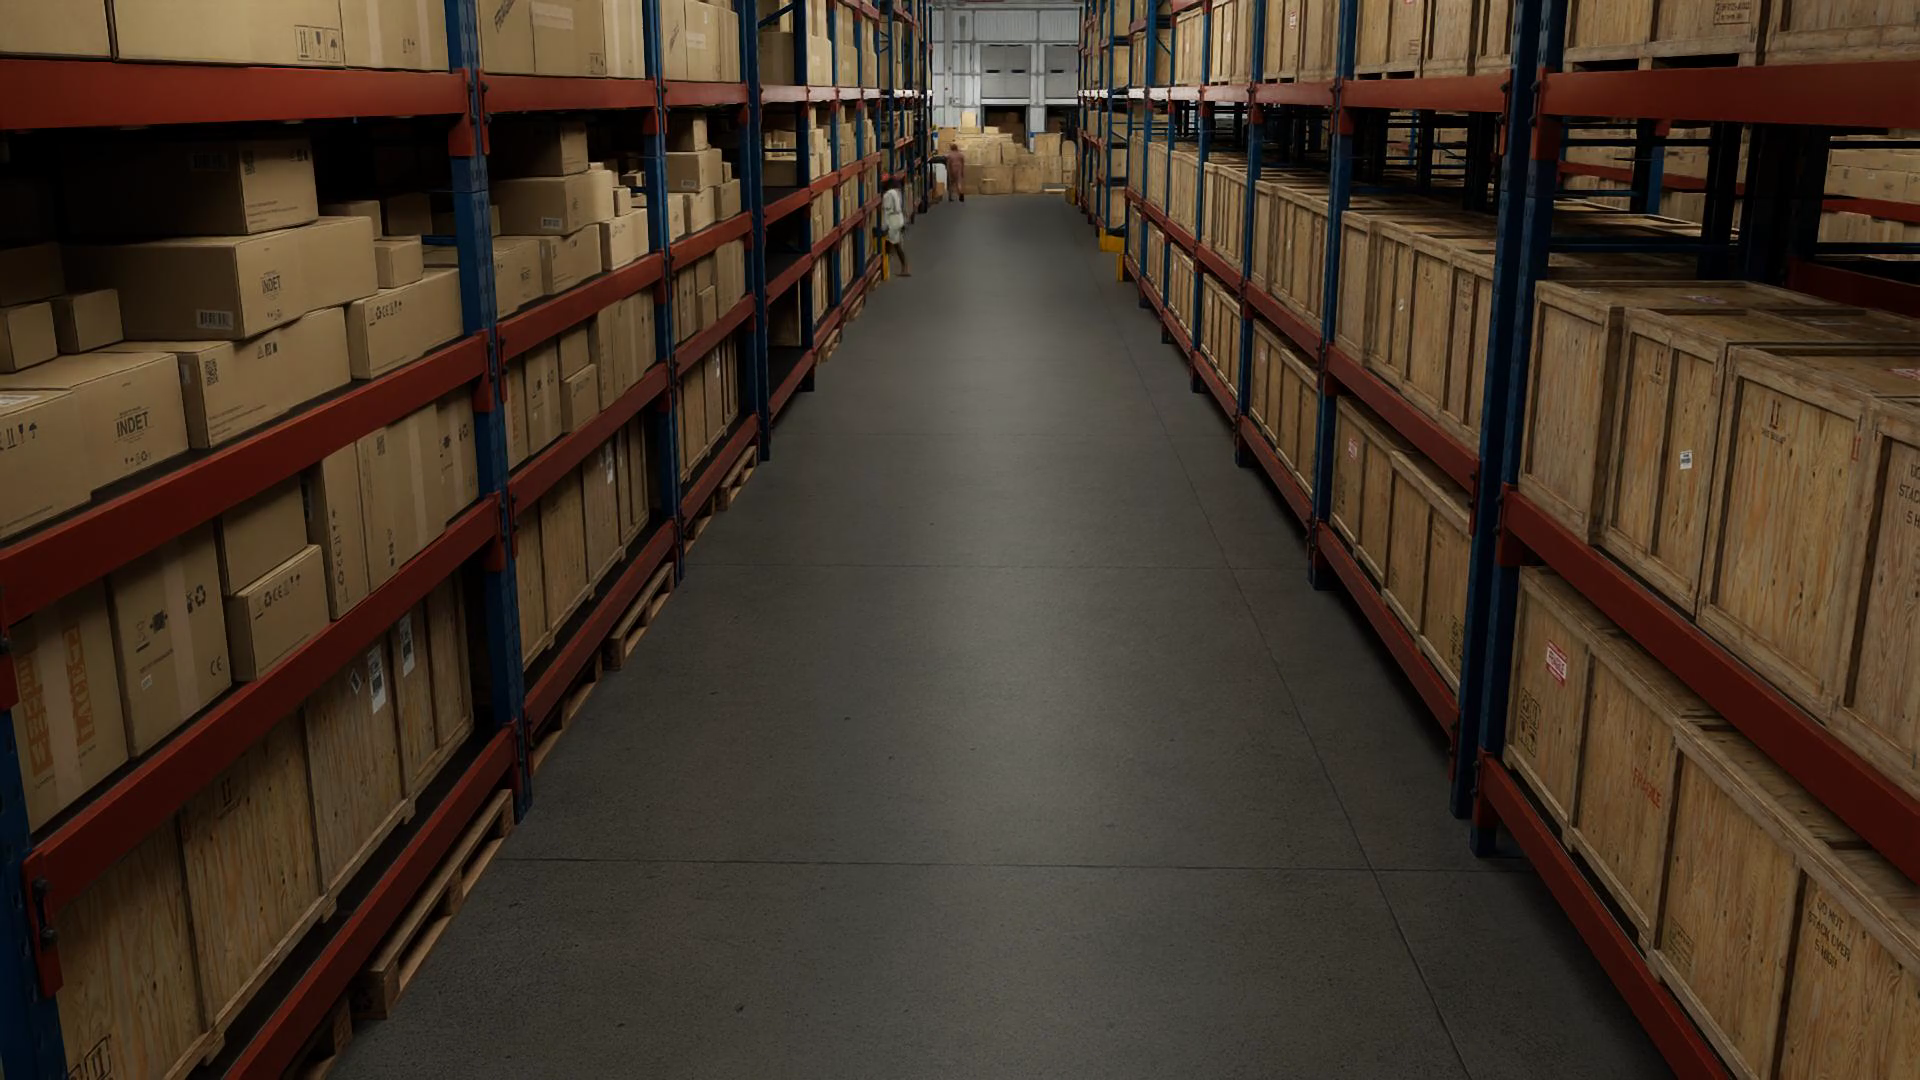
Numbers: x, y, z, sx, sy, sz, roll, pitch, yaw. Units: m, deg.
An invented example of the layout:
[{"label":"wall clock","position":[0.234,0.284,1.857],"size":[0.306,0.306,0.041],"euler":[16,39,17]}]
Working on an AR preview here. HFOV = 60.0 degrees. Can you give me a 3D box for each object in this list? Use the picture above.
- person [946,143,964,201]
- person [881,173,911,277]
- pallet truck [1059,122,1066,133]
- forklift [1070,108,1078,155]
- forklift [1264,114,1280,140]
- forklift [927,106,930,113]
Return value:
[{"label":"person","position":[-0.146,-12.061,54.579],"size":[0.642,1.878,0.845],"euler":[-5,16,-16]},{"label":"person","position":[-1.401,-6.065,32.089],"size":[1.003,1.969,0.687],"euler":[4,16,15]},{"label":"pallet truck","position":[5.788,-21.111,88.014],"size":[1.885,1.965,0.823],"euler":[5,16,18]},{"label":"forklift","position":[5.550,-18.496,76.609],"size":[1.129,2.768,1.873],"euler":[-7,17,-24]},{"label":"forklift","position":[11.023,-13.965,59.751],"size":[1.129,2.768,1.873],"euler":[0,15,2]},{"label":"forklift","position":[-2.001,-20.667,84.687],"size":[1.129,2.768,1.873],"euler":[0,15,2]}]
